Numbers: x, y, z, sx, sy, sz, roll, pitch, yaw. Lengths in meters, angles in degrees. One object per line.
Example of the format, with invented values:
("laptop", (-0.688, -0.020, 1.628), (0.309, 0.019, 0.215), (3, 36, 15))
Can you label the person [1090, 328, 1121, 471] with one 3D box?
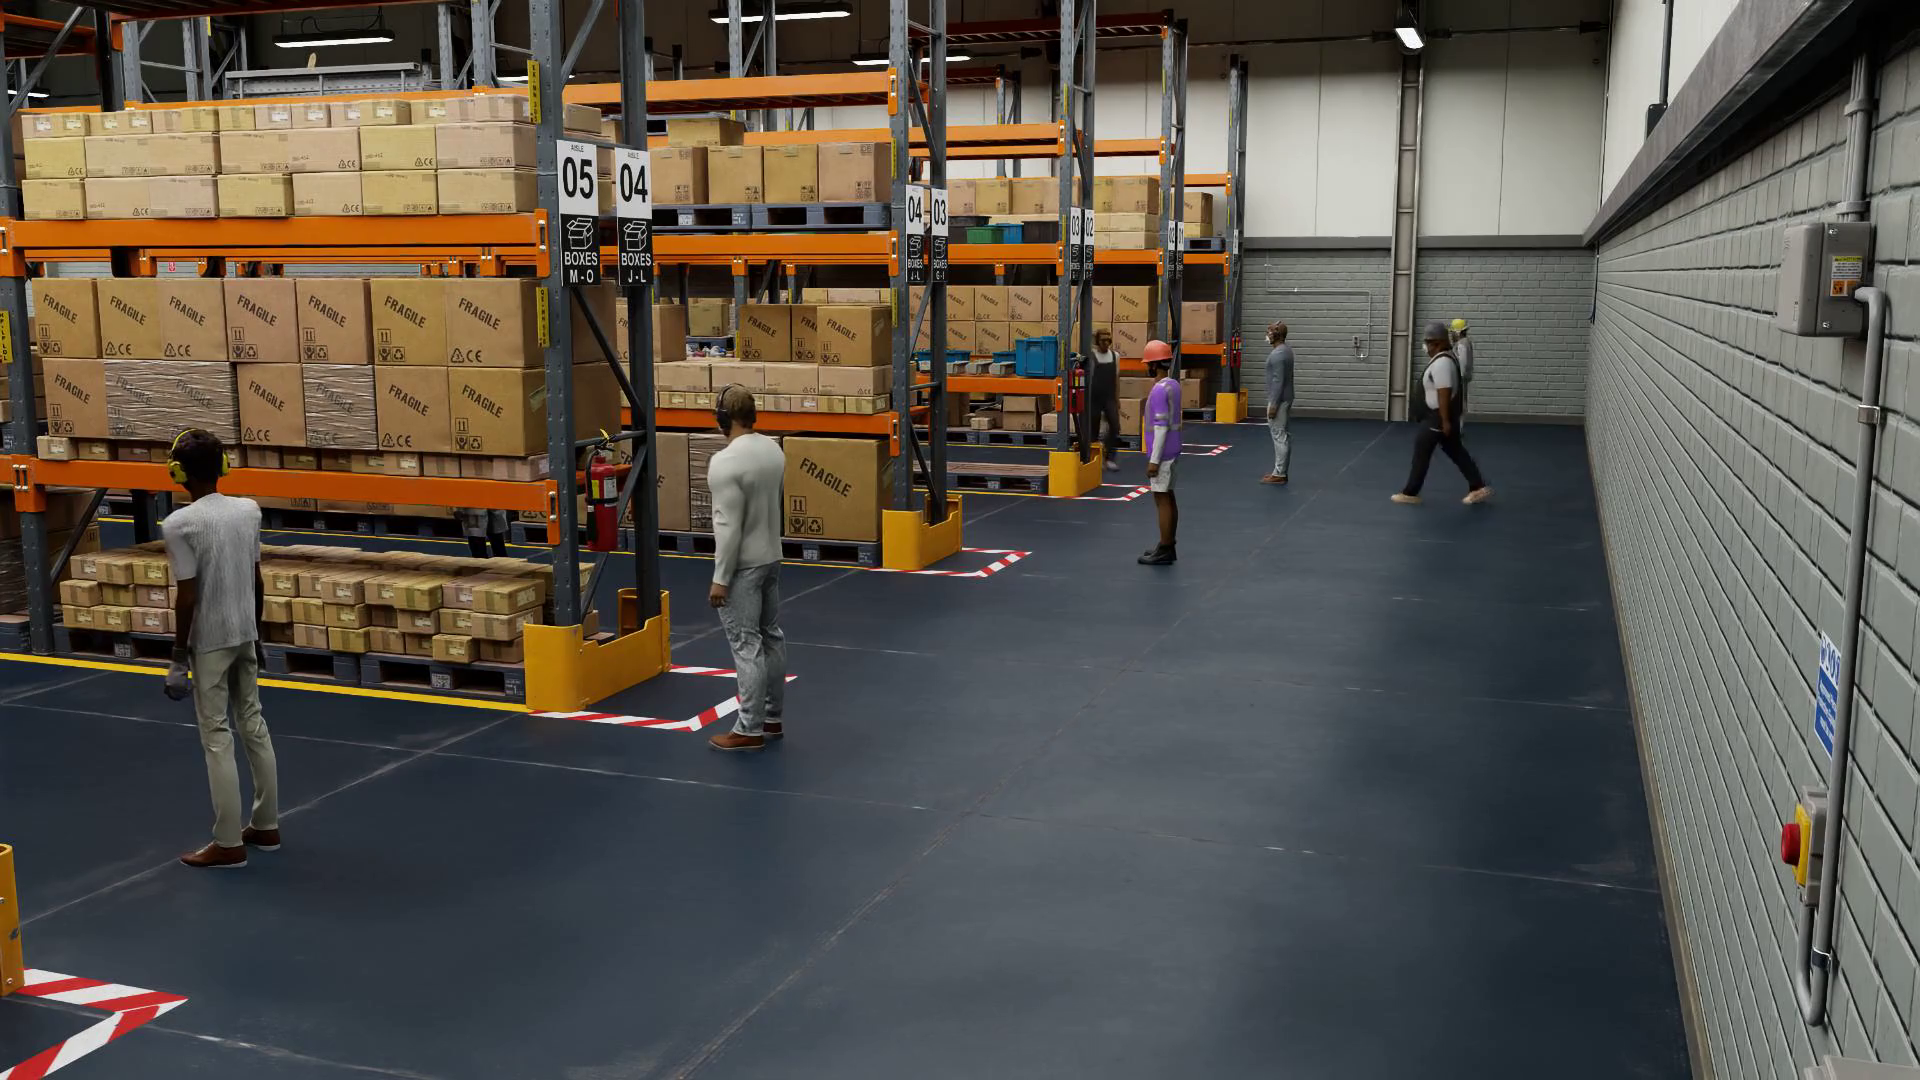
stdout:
("person", (1.817, -1.751, 20.908), (0.558, 1.822, 0.649), (-3, 10, -19))

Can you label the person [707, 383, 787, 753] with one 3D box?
("person", (-1.126, 0.149, 8.723), (0.374, 1.936, 0.627), (3, 10, 21))

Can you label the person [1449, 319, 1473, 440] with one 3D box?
("person", (7.501, -2.408, 25.024), (0.404, 1.826, 0.587), (3, 10, 21))

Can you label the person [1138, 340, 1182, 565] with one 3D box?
("person", (1.715, -0.747, 14.325), (0.376, 1.931, 0.542), (3, 10, 21))

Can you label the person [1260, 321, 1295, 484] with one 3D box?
("person", (3.787, -1.629, 19.803), (0.374, 1.941, 0.627), (3, 10, 21))

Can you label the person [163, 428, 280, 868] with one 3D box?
("person", (-3.140, 0.457, 7.022), (0.331, 1.865, 0.519), (3, 10, 21))

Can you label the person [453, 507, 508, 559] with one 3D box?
("person", (-3.554, -0.308, 12.307), (0.322, 1.697, 0.530), (3, 10, 21))

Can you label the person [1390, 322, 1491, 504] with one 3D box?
("person", (5.274, -1.392, 18.010), (1.010, 2.000, 0.674), (5, 10, 28))
